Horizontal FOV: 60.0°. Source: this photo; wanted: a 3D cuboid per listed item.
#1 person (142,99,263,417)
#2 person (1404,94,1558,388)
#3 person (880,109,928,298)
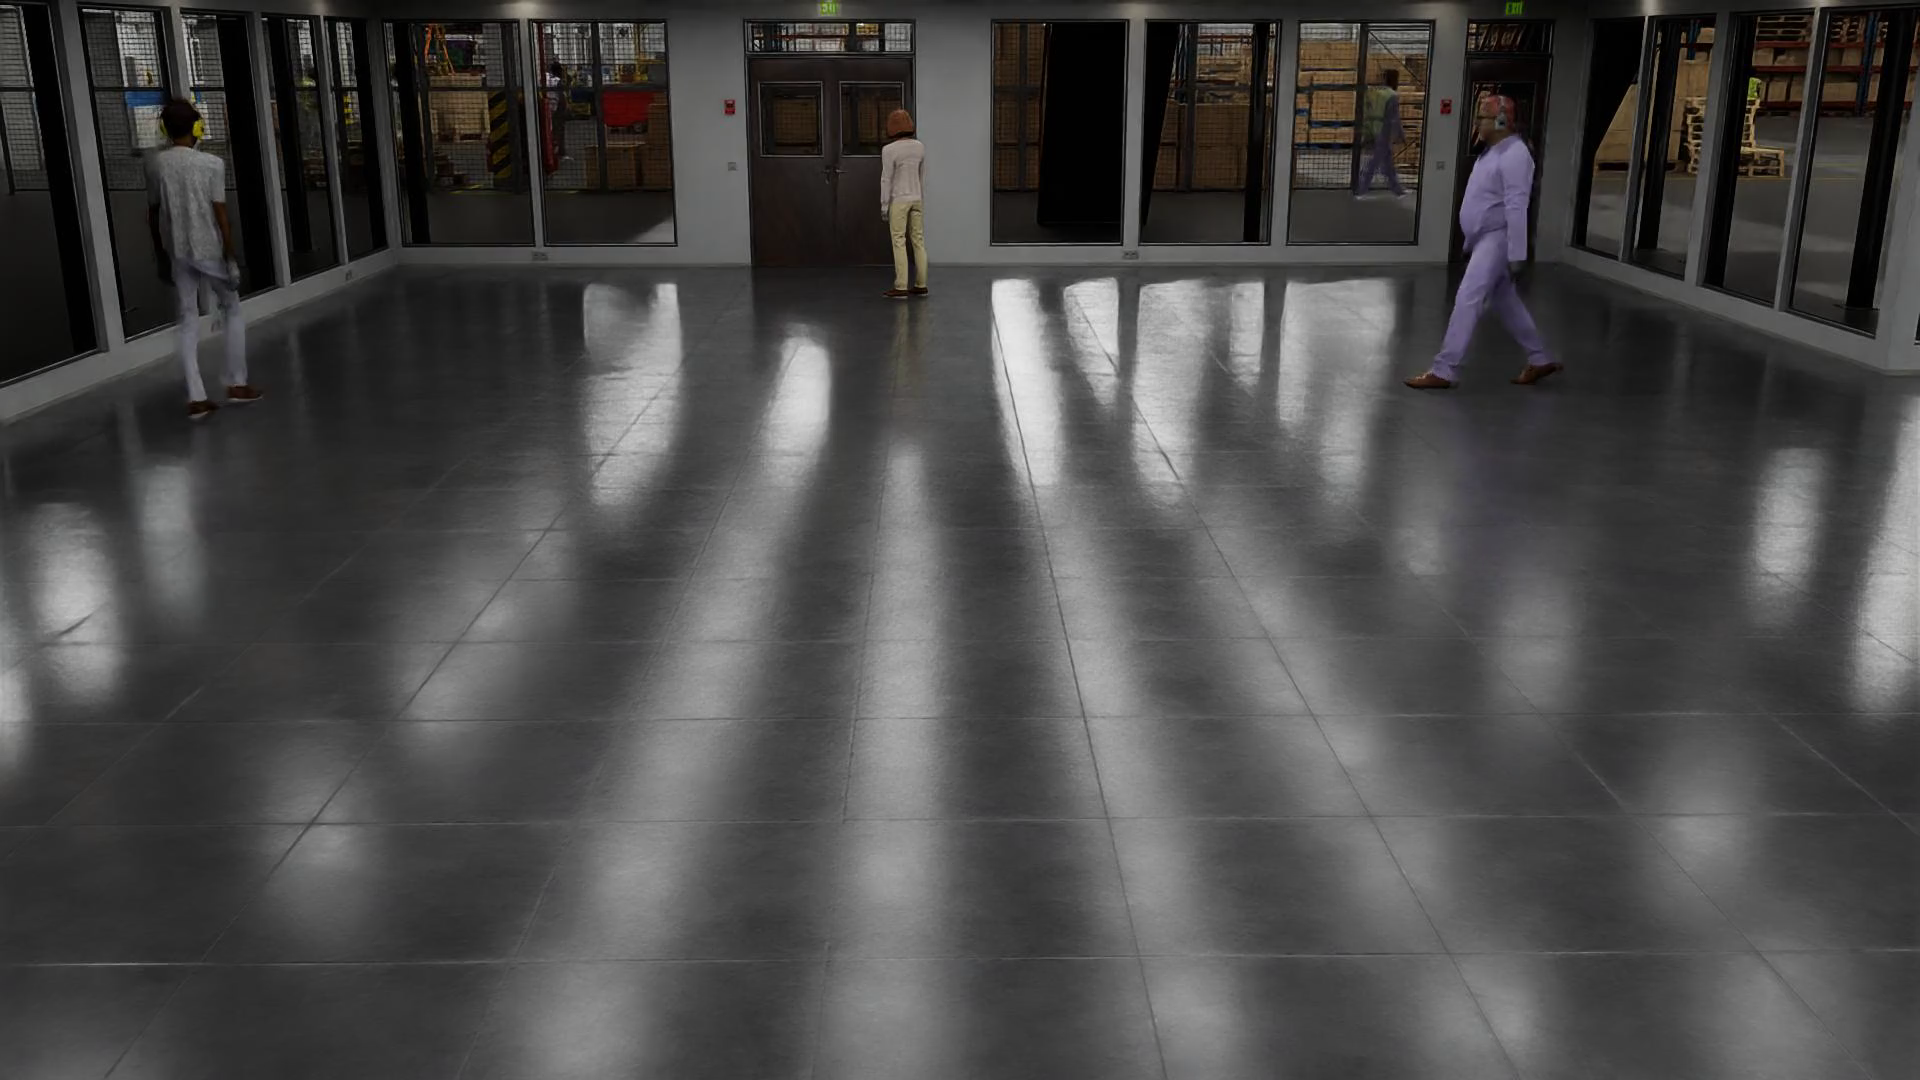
[{"bbox_3d":[-4.548,-1.690,9.973,0.562,1.839,0.736,0,16,1],"label":"person"},{"bbox_3d":[3.429,-1.888,10.615,0.994,1.864,0.664,1,16,3],"label":"person"},{"bbox_3d":[-0.498,-2.953,14.649,0.499,1.628,0.284,-16,22,-42],"label":"person"}]
